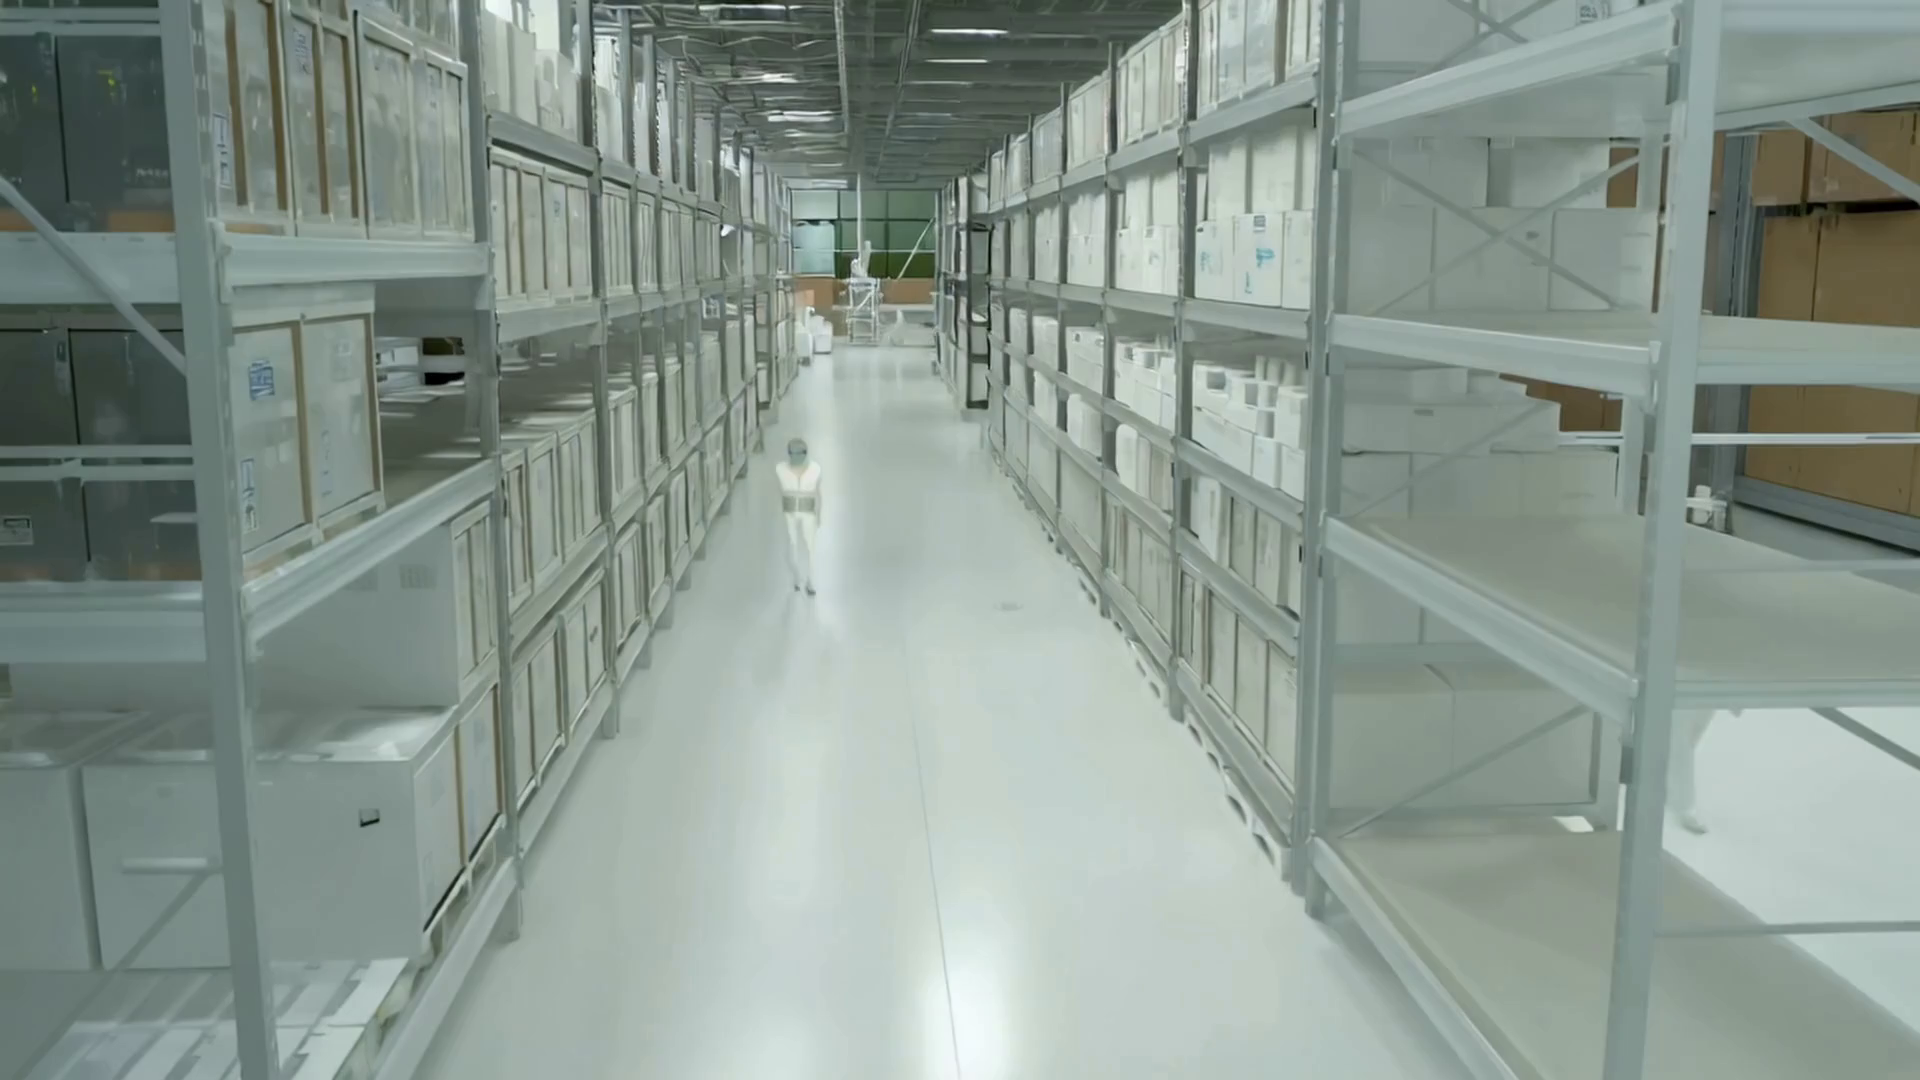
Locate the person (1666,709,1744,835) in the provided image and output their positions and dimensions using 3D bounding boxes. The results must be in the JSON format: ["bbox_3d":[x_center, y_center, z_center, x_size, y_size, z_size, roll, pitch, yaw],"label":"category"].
[{"bbox_3d":[5.067,1.007,11.515,0.661,1.862,0.985,0,10,0],"label":"person"}]

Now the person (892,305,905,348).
[{"bbox_3d":[-2.787,-9.539,74.309,0.702,1.916,0.662,-1,10,-5],"label":"person"}]

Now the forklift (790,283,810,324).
[{"bbox_3d":[-7.679,-10.901,79.582,1.129,2.768,1.873,-6,11,-30],"label":"forklift"}]

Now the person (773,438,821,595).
[{"bbox_3d":[-1.860,-0.265,19.200,0.581,1.812,0.781,-2,10,-13],"label":"person"}]

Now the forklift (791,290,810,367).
[{"bbox_3d":[-6.107,-7.760,60.821,1.129,2.768,1.873,-1,10,-3],"label":"forklift"}]

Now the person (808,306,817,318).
[{"bbox_3d":[-6.426,-9.282,72.779,0.543,1.927,0.395,9,13,43],"label":"person"}]

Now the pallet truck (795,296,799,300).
[{"bbox_3d":[-8.622,-12.439,91.403,1.885,1.965,0.823,2,10,13],"label":"pallet truck"}]

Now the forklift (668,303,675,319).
[{"bbox_3d":[-9.017,-6.356,52.431,1.873,2.768,1.129,-1,10,-3],"label":"forklift"}]
